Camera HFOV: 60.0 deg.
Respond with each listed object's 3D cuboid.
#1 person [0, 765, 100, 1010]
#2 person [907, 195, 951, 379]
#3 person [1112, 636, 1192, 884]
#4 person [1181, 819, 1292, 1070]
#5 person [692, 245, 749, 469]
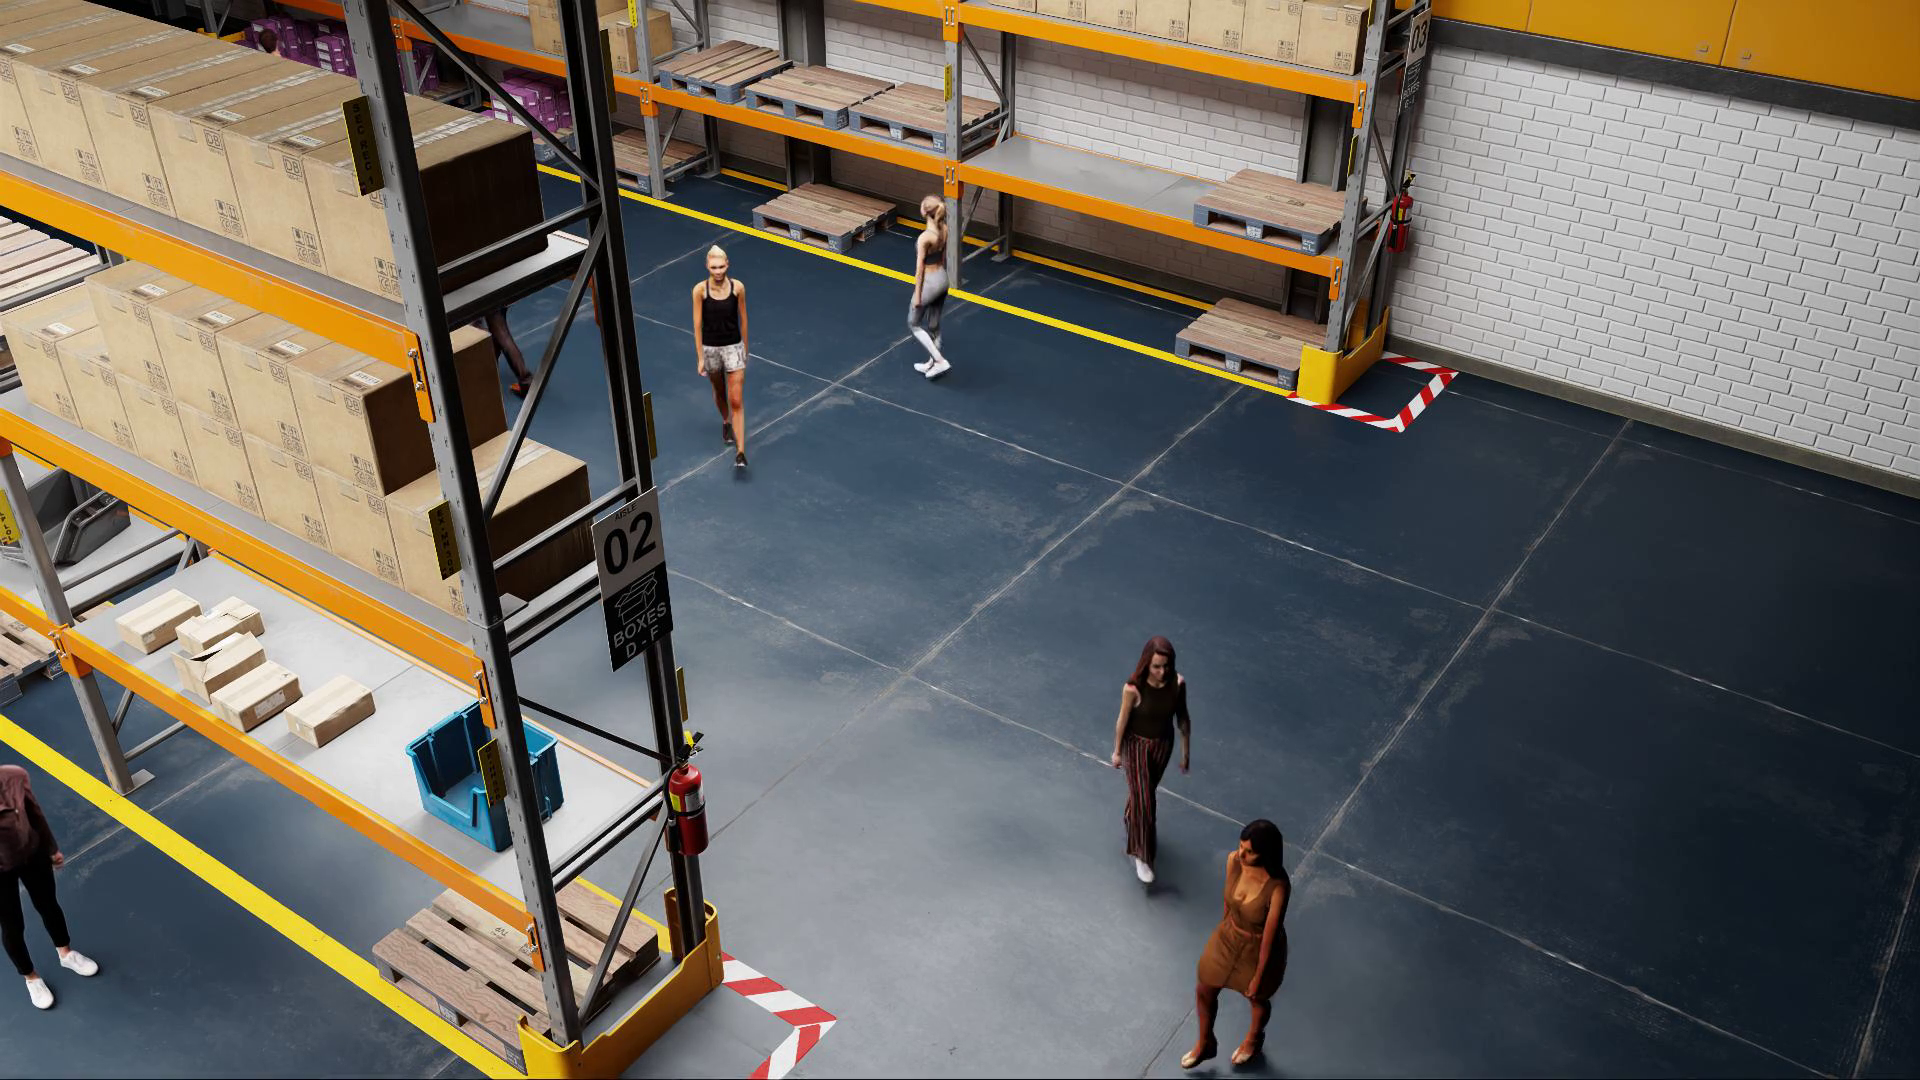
[{"bbox_3d":[-4.926,1.689,8.645,0.492,1.703,0.599,21,39,28],"label":"person"},{"bbox_3d":[-0.193,-2.157,14.435,0.657,1.699,0.590,22,40,30],"label":"person"},{"bbox_3d":[1.067,1.141,9.609,0.849,1.548,0.924,-8,34,-11],"label":"person"},{"bbox_3d":[1.495,1.992,8.214,0.714,1.675,0.686,-25,41,-32],"label":"person"},{"bbox_3d":[-1.938,-1.555,13.444,1.095,1.792,1.156,-6,34,-9],"label":"person"}]
